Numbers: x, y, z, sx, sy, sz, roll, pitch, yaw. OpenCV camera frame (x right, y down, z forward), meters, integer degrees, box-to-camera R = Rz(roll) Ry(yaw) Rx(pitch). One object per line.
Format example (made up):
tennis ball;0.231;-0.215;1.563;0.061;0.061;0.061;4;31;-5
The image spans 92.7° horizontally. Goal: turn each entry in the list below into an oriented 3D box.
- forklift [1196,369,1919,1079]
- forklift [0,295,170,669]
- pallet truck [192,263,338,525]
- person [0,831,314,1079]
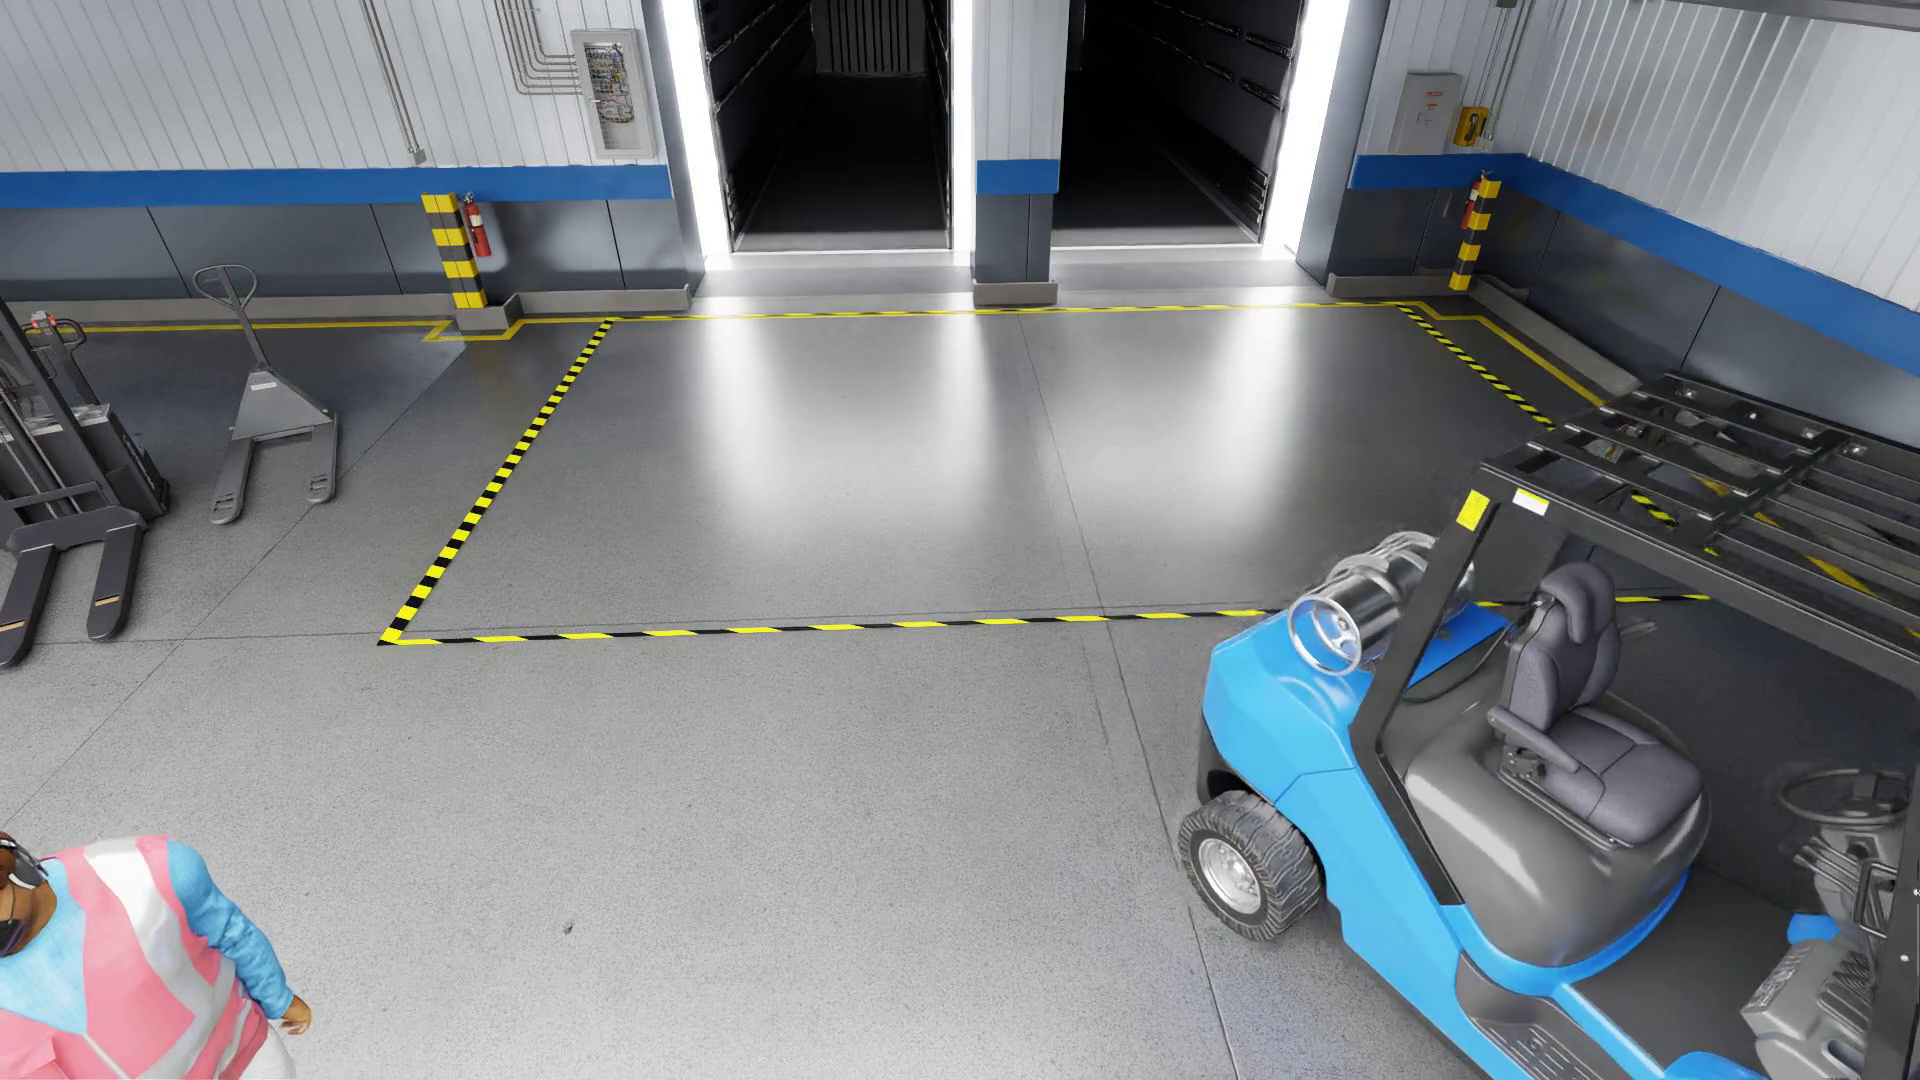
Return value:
forklift;2.037;0.721;2.644;1.157;2.036;2.680;-21;40;-27
forklift;-5.212;-0.618;4.878;0.823;1.965;1.885;-20;39;-26
pallet truck;-4.778;-1.027;6.128;0.680;1.201;1.601;-17;38;-23
person;-1.951;1.318;2.231;0.429;1.841;0.635;25;42;31
